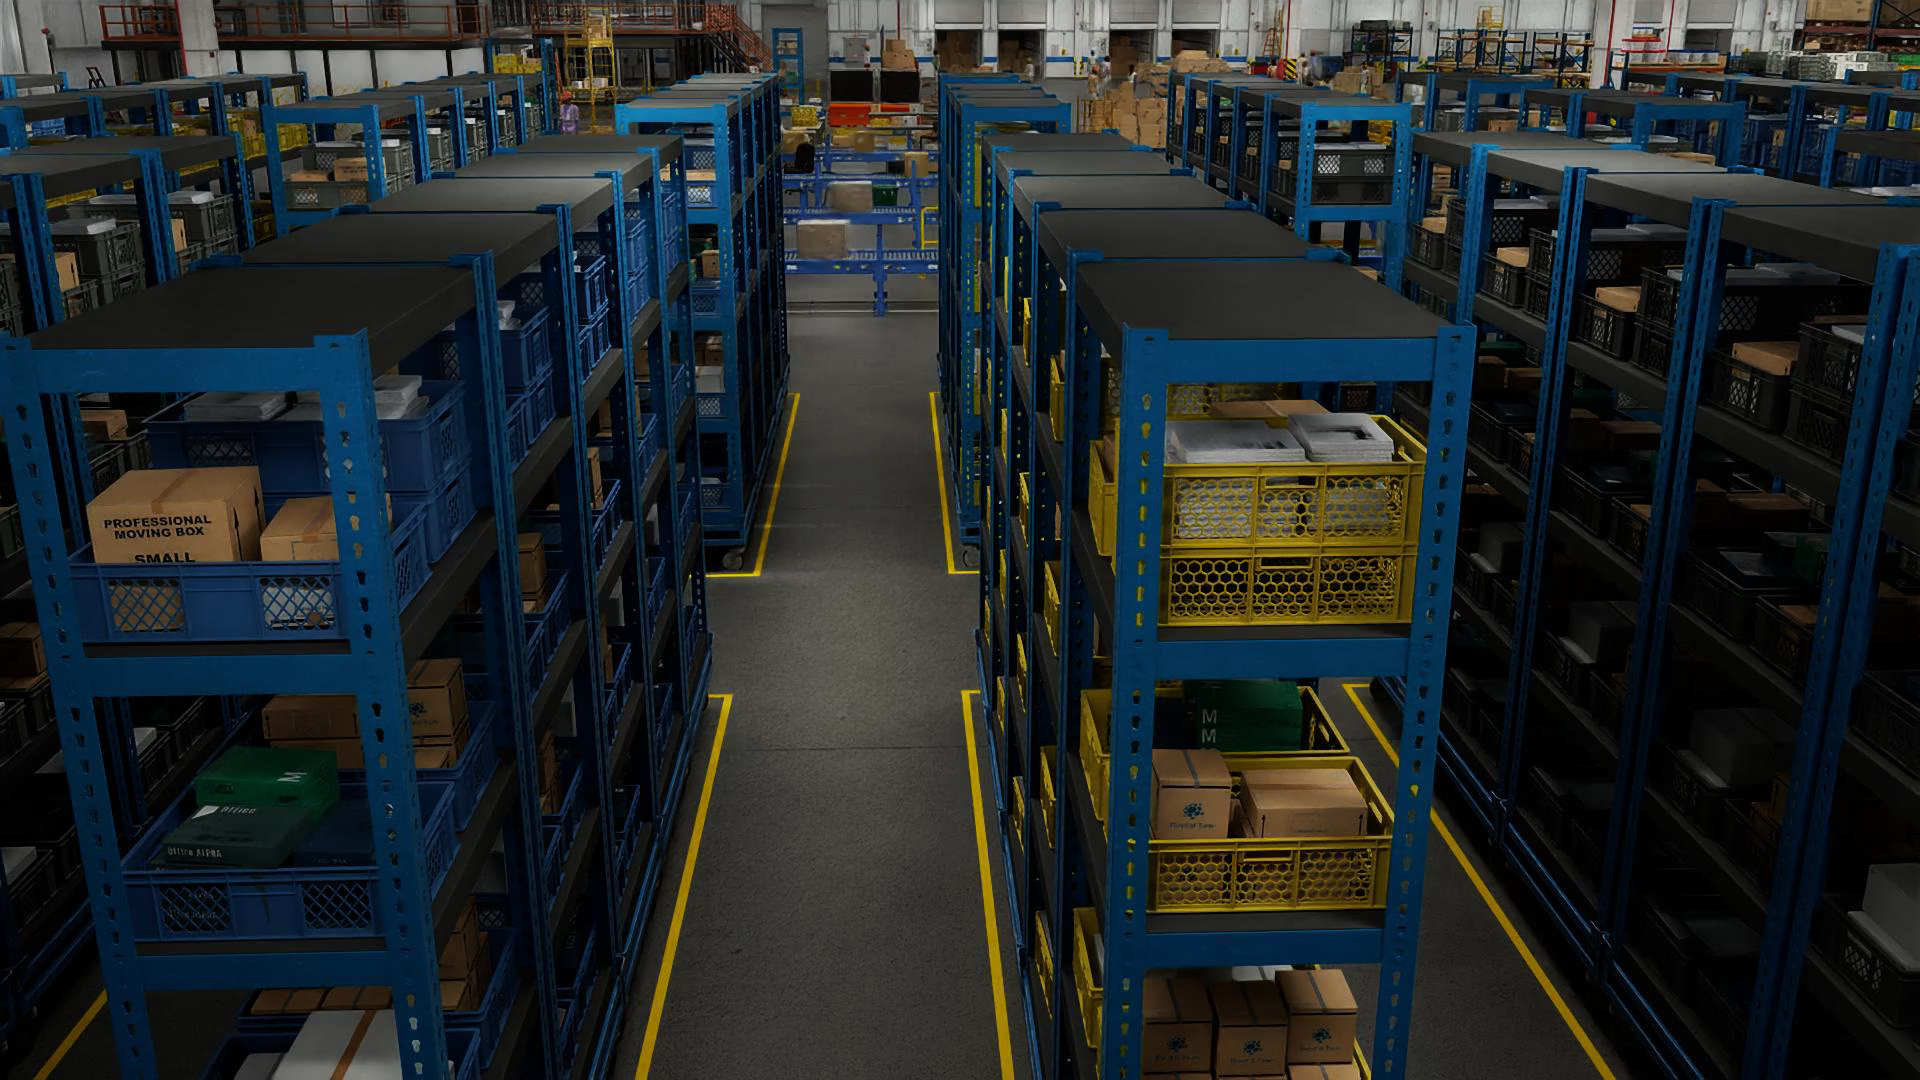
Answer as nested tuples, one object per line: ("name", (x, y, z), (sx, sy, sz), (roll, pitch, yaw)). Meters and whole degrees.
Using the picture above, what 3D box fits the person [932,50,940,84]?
("person", (-1.319, -26.047, 91.556), (0.429, 1.830, 0.638), (-2, 18, -6))

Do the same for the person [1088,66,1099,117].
("person", (5.248, -17.544, 65.079), (0.374, 1.928, 0.542), (-13, 22, -36))

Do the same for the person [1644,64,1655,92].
("person", (30.743, -20.429, 74.098), (0.567, 1.878, 0.350), (-9, 20, -26))

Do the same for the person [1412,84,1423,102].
("person", (16.205, -15.535, 58.857), (0.565, 1.925, 0.429), (-15, 23, -38))

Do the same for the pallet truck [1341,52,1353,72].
("pallet truck", (18.794, -23.123, 82.231), (0.823, 1.965, 1.885), (-13, 22, -35))

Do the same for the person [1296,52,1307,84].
("person", (17.075, -23.382, 83.126), (0.352, 1.937, 0.635), (-17, 24, -42))

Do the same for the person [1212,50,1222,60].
("person", (13.438, -24.625, 87.008), (0.585, 1.917, 0.381), (-6, 19, -19))

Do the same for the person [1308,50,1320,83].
("person", (18.959, -25.315, 89.173), (0.872, 1.909, 0.546), (8, 20, 23))

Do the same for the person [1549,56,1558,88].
("person", (27.980, -21.913, 78.654), (0.598, 1.898, 0.864), (-14, 23, -37))

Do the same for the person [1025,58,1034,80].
("person", (3.371, -22.787, 81.677), (0.905, 1.695, 0.491), (13, 22, 36))

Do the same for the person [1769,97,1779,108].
("person", (30.381, -16.580, 62.163), (0.973, 1.873, 0.619), (7, 19, 22))

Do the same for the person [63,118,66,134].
("person", (-22.973, -10.167, 42.285), (0.642, 1.908, 0.407), (-9, 20, -25))

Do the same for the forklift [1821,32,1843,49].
("forklift", (46.003, -25.465, 88.065), (1.129, 2.768, 1.873), (-1, 18, -2))

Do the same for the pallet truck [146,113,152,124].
("pallet truck", (-18.087, -8.309, 36.390), (1.885, 1.965, 0.823), (-1, 18, -4))

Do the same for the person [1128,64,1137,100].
("person", (6.969, -18.312, 67.472), (0.392, 1.919, 0.589), (-9, 20, -27))

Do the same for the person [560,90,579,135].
("person", (-10.524, -11.049, 44.789), (0.608, 2.048, 0.364), (9, 20, 25))

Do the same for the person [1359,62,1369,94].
("person", (17.359, -19.598, 71.529), (0.328, 1.872, 0.513), (-6, 19, -19))

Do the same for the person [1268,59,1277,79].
("person", (15.100, -22.390, 80.460), (0.548, 1.688, 0.323), (-12, 21, -33))

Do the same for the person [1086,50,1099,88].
("person", (6.937, -24.708, 87.265), (0.664, 1.928, 0.581), (-3, 18, -8))

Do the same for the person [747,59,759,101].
("person", (-9.286, -20.646, 74.745), (0.573, 1.886, 0.356), (2, 18, 8))

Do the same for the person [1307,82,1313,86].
("person", (11.935, -14.854, 57.132), (0.320, 1.692, 0.534), (7, 19, 20))

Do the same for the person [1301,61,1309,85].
("person", (15.265, -20.404, 74.137), (0.965, 1.794, 0.551), (8, 20, 24))

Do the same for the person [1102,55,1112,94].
("person", (7.225, -22.890, 81.787), (0.455, 1.823, 0.629), (17, 24, 42))

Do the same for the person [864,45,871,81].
("person", (-5.259, -27.086, 94.514), (0.393, 1.996, 0.622), (-9, 20, -27))

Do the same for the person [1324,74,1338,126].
("person", (13.221, -15.740, 59.622), (0.676, 1.850, 0.531), (3, 18, 9))

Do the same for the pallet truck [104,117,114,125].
("pallet truck", (-18.367, -7.885, 35.078), (1.885, 1.965, 0.823), (1, 18, 2))

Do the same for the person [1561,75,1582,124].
("person", (20.159, -14.309, 54.888), (0.689, 2.000, 0.539), (10, 20, 28))
